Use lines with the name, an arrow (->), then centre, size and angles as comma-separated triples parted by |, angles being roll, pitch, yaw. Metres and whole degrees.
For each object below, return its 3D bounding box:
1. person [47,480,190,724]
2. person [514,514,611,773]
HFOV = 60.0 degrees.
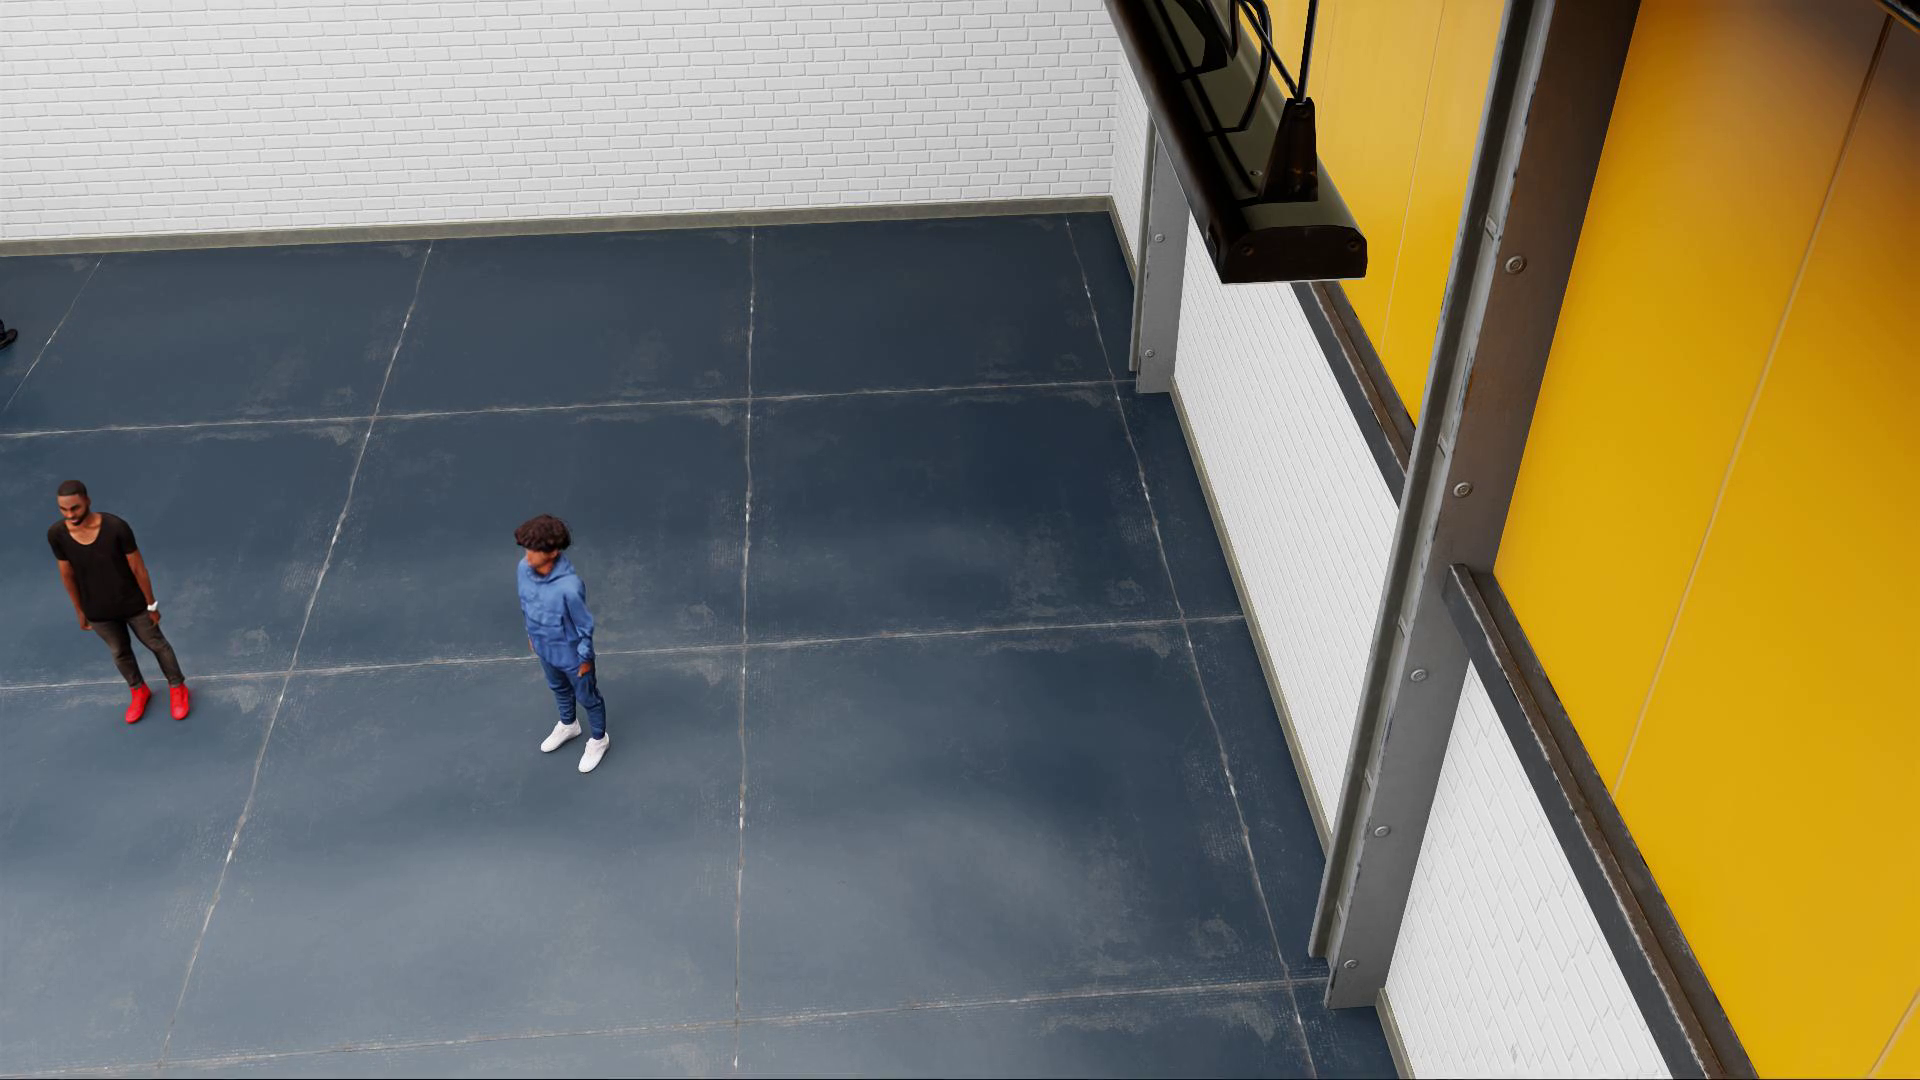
person -> -5.175, 0.363, 10.215 | 0.647, 1.804, 0.553 | -6, 39, -7
person -> -2.373, 0.593, 9.920 | 0.760, 1.811, 0.790 | 22, 44, 25
